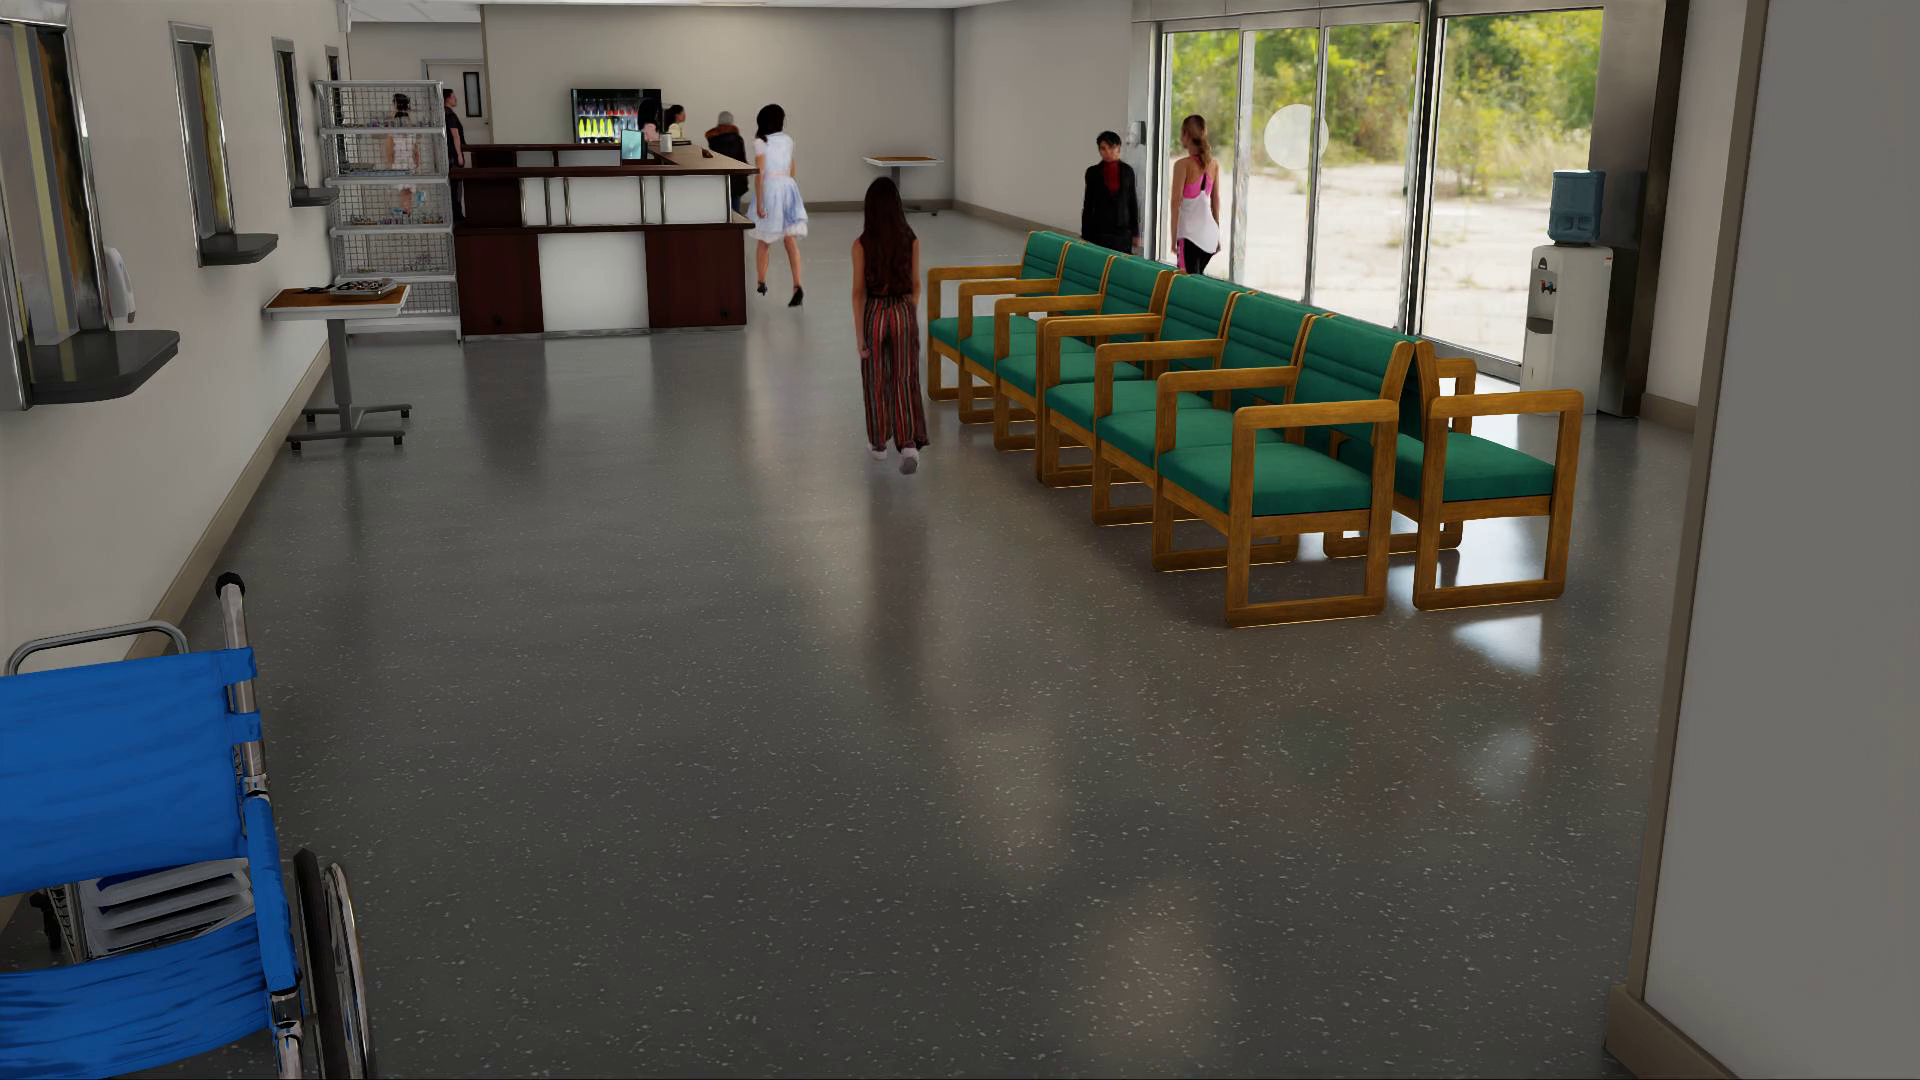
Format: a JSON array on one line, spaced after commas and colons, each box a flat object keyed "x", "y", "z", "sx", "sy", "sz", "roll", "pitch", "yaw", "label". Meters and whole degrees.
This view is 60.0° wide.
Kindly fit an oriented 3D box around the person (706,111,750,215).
[{"x": -2.721, "y": -4.194, "z": 19.518, "sx": 0.515, "sy": 1.626, "sz": 0.682, "roll": -4, "pitch": 16, "yaw": -15, "label": "person"}]

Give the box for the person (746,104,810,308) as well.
[{"x": -1.578, "y": -2.919, "z": 14.756, "sx": 1.174, "sy": 1.756, "sz": 0.896, "roll": -10, "pitch": 19, "yaw": -32, "label": "person"}]

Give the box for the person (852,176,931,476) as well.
[{"x": -0.342, "y": -1.091, "z": 8.686, "sx": 1.057, "sy": 1.530, "sz": 0.646, "roll": -3, "pitch": 16, "yaw": -10, "label": "person"}]

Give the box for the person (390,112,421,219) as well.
[{"x": -7.692, "y": -5.125, "z": 23.030, "sx": 0.986, "sy": 1.512, "sz": 0.857, "roll": -12, "pitch": 20, "yaw": -37, "label": "person"}]

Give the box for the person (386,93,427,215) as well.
[{"x": -8.154, "y": -5.634, "z": 24.408, "sx": 1.042, "sy": 1.744, "sz": 1.025, "roll": 11, "pitch": 19, "yaw": 34, "label": "person"}]

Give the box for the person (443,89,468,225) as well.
[{"x": -7.139, "y": -5.392, "z": 23.364, "sx": 0.730, "sy": 1.845, "sz": 0.803, "roll": -11, "pitch": 19, "yaw": -34, "label": "person"}]

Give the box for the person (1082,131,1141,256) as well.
[{"x": 1.192, "y": -2.357, "z": 13.003, "sx": 0.631, "sy": 1.625, "sz": 0.702, "roll": -5, "pitch": 16, "yaw": -16, "label": "person"}]

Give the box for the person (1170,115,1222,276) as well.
[{"x": 1.717, "y": -2.059, "z": 11.698, "sx": 1.063, "sy": 1.760, "sz": 0.958, "roll": -11, "pitch": 19, "yaw": -34, "label": "person"}]

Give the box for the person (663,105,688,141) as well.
[{"x": -4.043, "y": -5.239, "z": 23.249, "sx": 0.949, "sy": 1.613, "sz": 0.713, "roll": -7, "pitch": 17, "yaw": -22, "label": "person"}]

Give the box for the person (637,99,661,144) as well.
[{"x": -3.789, "y": -4.378, "z": 19.964, "sx": 1.148, "sy": 1.738, "sz": 0.696, "roll": -5, "pitch": 16, "yaw": -17, "label": "person"}]
